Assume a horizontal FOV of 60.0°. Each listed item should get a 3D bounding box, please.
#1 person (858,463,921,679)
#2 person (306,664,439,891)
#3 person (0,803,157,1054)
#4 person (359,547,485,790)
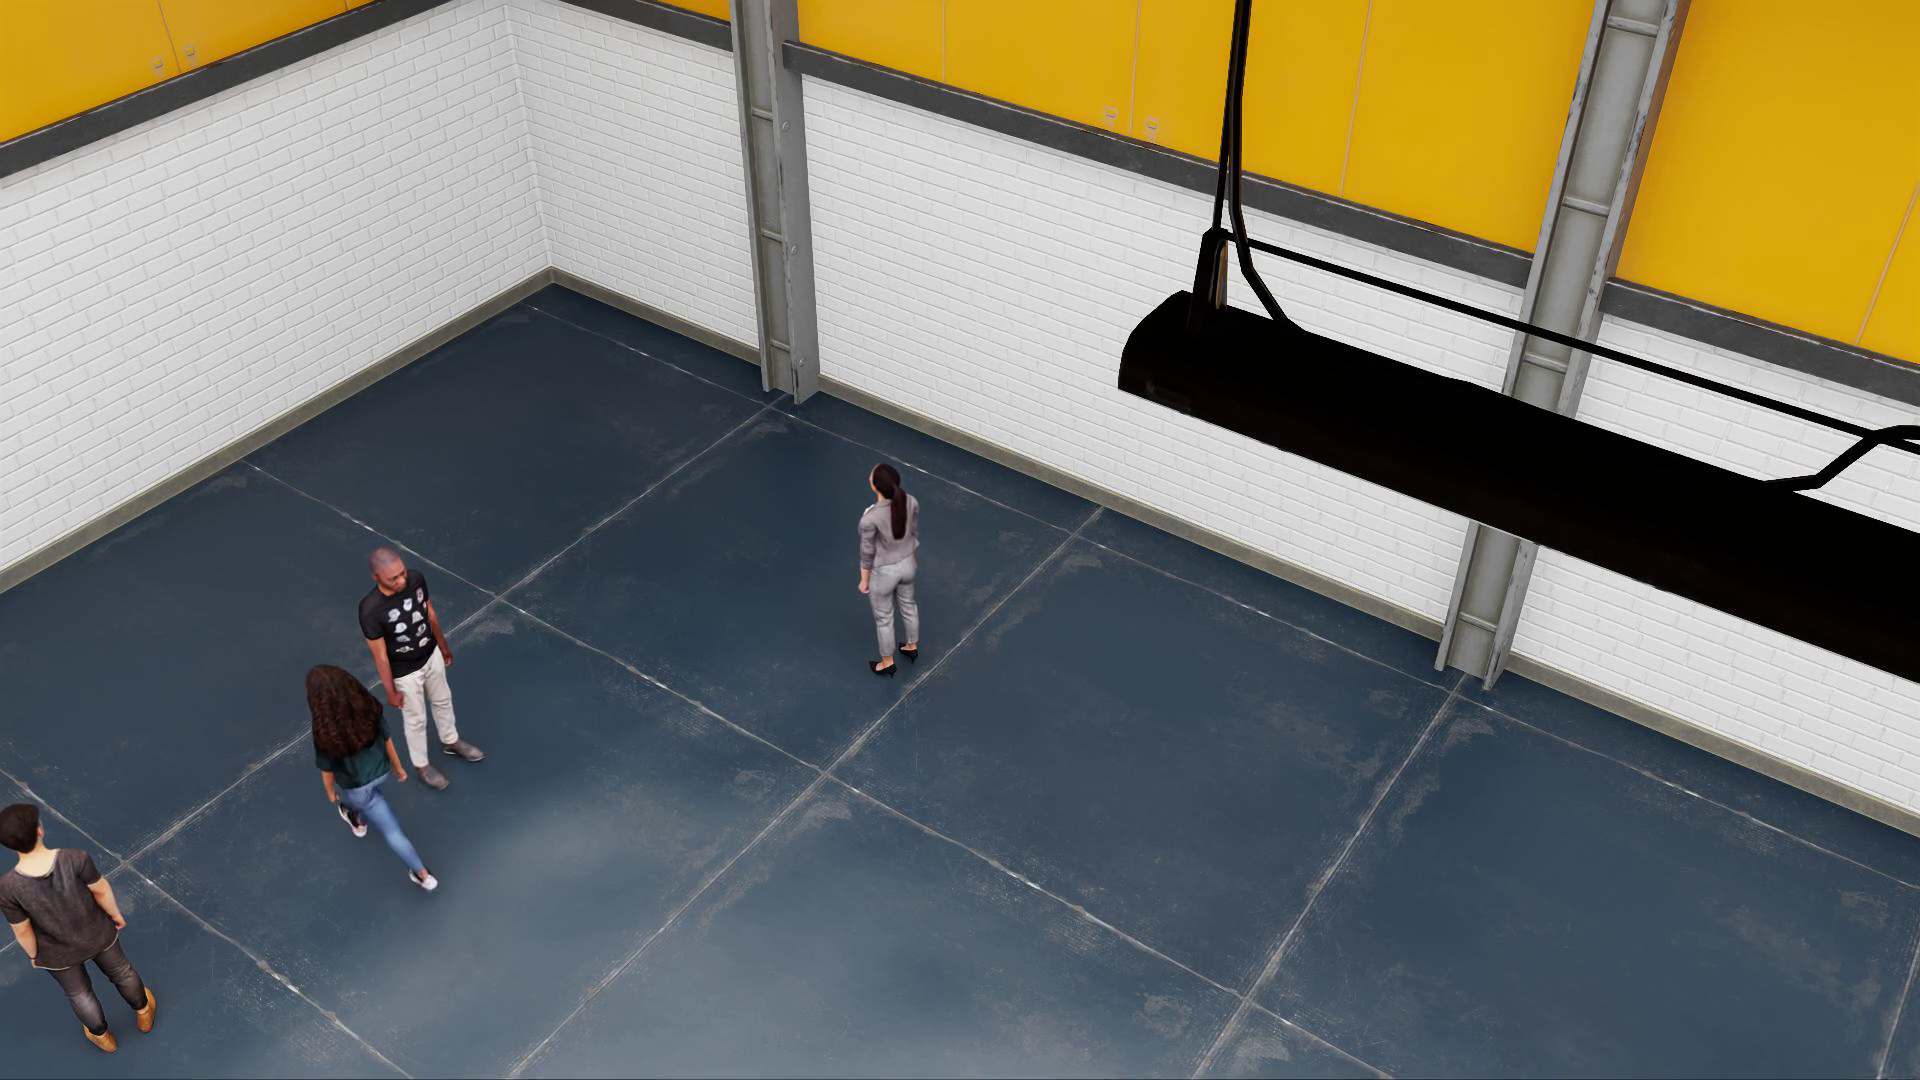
[{"bbox_3d":[-0.455,0.207,10.871,0.679,1.677,0.666,-27,46,-30],"label":"person"},{"bbox_3d":[-3.332,1.405,9.459,1.096,1.567,0.603,26,45,29],"label":"person"},{"bbox_3d":[-4.585,2.014,8.580,0.685,1.713,0.642,-25,45,-28],"label":"person"},{"bbox_3d":[-3.335,0.741,10.103,0.638,1.801,0.681,19,42,22],"label":"person"}]
